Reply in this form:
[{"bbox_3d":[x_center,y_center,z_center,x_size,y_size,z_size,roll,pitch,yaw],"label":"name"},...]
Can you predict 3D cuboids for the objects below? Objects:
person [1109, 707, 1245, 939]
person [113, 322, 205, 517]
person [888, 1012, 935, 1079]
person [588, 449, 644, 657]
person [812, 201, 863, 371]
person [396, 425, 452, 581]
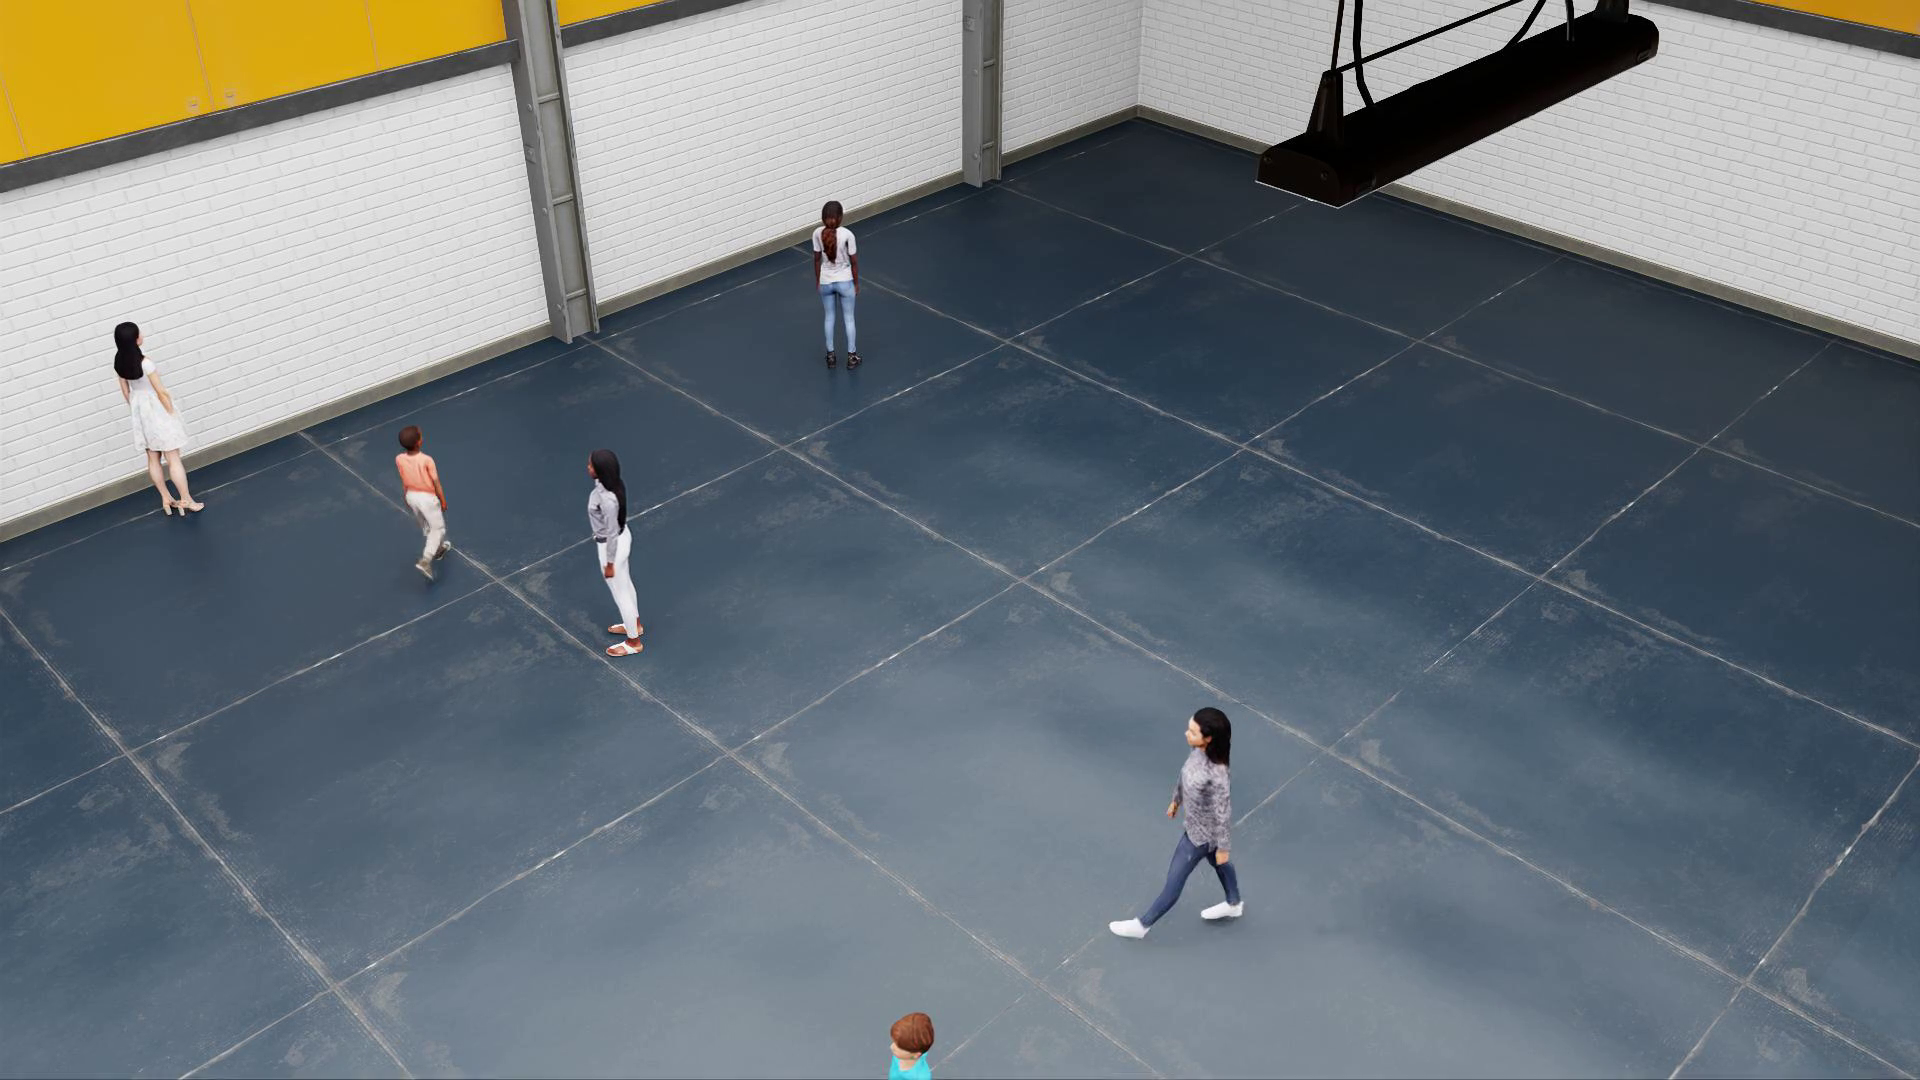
[{"bbox_3d":[1.543,1.691,9.891,1.210,1.692,1.080,-4,34,-7],"label":"person"},{"bbox_3d":[-6.725,-1.005,13.872,0.758,1.774,0.782,11,35,16],"label":"person"},{"bbox_3d":[-0.233,2.884,8.315,0.583,1.449,0.581,-14,36,-20],"label":"person"},{"bbox_3d":[-2.557,0.073,12.297,0.706,1.724,0.670,-3,34,-5],"label":"person"},{"bbox_3d":[-1.196,-2.477,16.137,0.668,1.719,0.692,6,34,9],"label":"person"},{"bbox_3d":[-4.290,-0.302,13.249,0.744,1.295,0.895,8,34,11],"label":"person"}]
